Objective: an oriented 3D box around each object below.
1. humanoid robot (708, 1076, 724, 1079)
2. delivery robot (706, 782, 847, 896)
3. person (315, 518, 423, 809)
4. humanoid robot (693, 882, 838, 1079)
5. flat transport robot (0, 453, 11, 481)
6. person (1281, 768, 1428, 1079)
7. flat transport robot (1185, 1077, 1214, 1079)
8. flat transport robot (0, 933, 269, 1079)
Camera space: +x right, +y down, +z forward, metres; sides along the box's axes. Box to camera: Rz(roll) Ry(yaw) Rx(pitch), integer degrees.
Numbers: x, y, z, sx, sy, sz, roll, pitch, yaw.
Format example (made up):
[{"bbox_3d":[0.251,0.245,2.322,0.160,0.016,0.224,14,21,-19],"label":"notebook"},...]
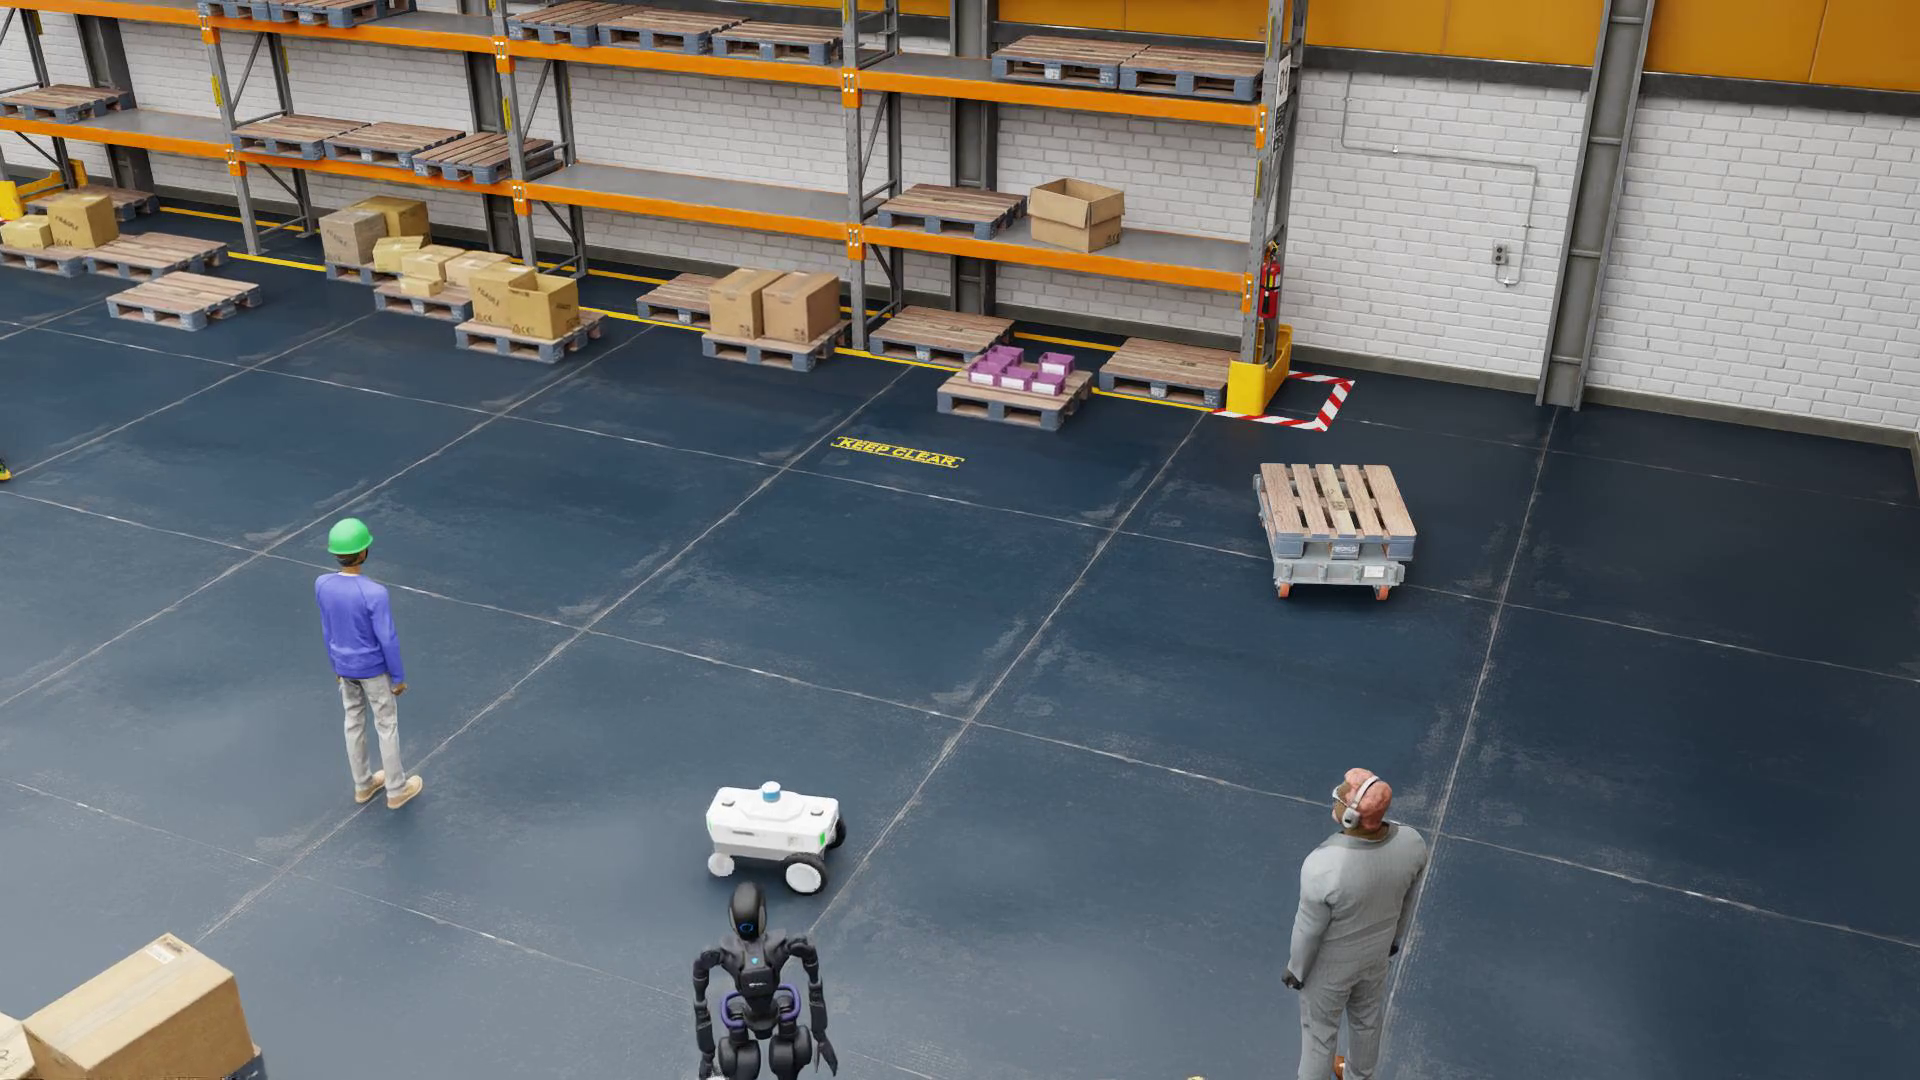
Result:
[{"bbox_3d":[-0.683,2.573,6.338,0.533,1.725,1.012,19,33,32],"label":"humanoid robot"},{"bbox_3d":[-1.056,1.640,9.428,0.767,0.583,0.499,5,28,9],"label":"delivery robot"},{"bbox_3d":[-3.482,0.733,9.782,0.455,1.866,0.379,6,28,11],"label":"person"},{"bbox_3d":[-0.835,2.172,7.183,0.608,1.654,0.341,-5,28,-9],"label":"humanoid robot"},{"bbox_3d":[-8.756,-0.732,14.350,0.659,0.231,1.431,-22,35,-36],"label":"flat transport robot"},{"bbox_3d":[1.743,1.845,7.565,0.640,1.913,0.412,-12,30,-23],"label":"person"},{"bbox_3d":[1.037,2.913,7.284,0.659,0.231,1.431,-7,28,-14],"label":"flat transport robot"},{"bbox_3d":[-3.943,2.746,7.607,1.431,0.231,0.659,17,32,30],"label":"flat transport robot"}]
